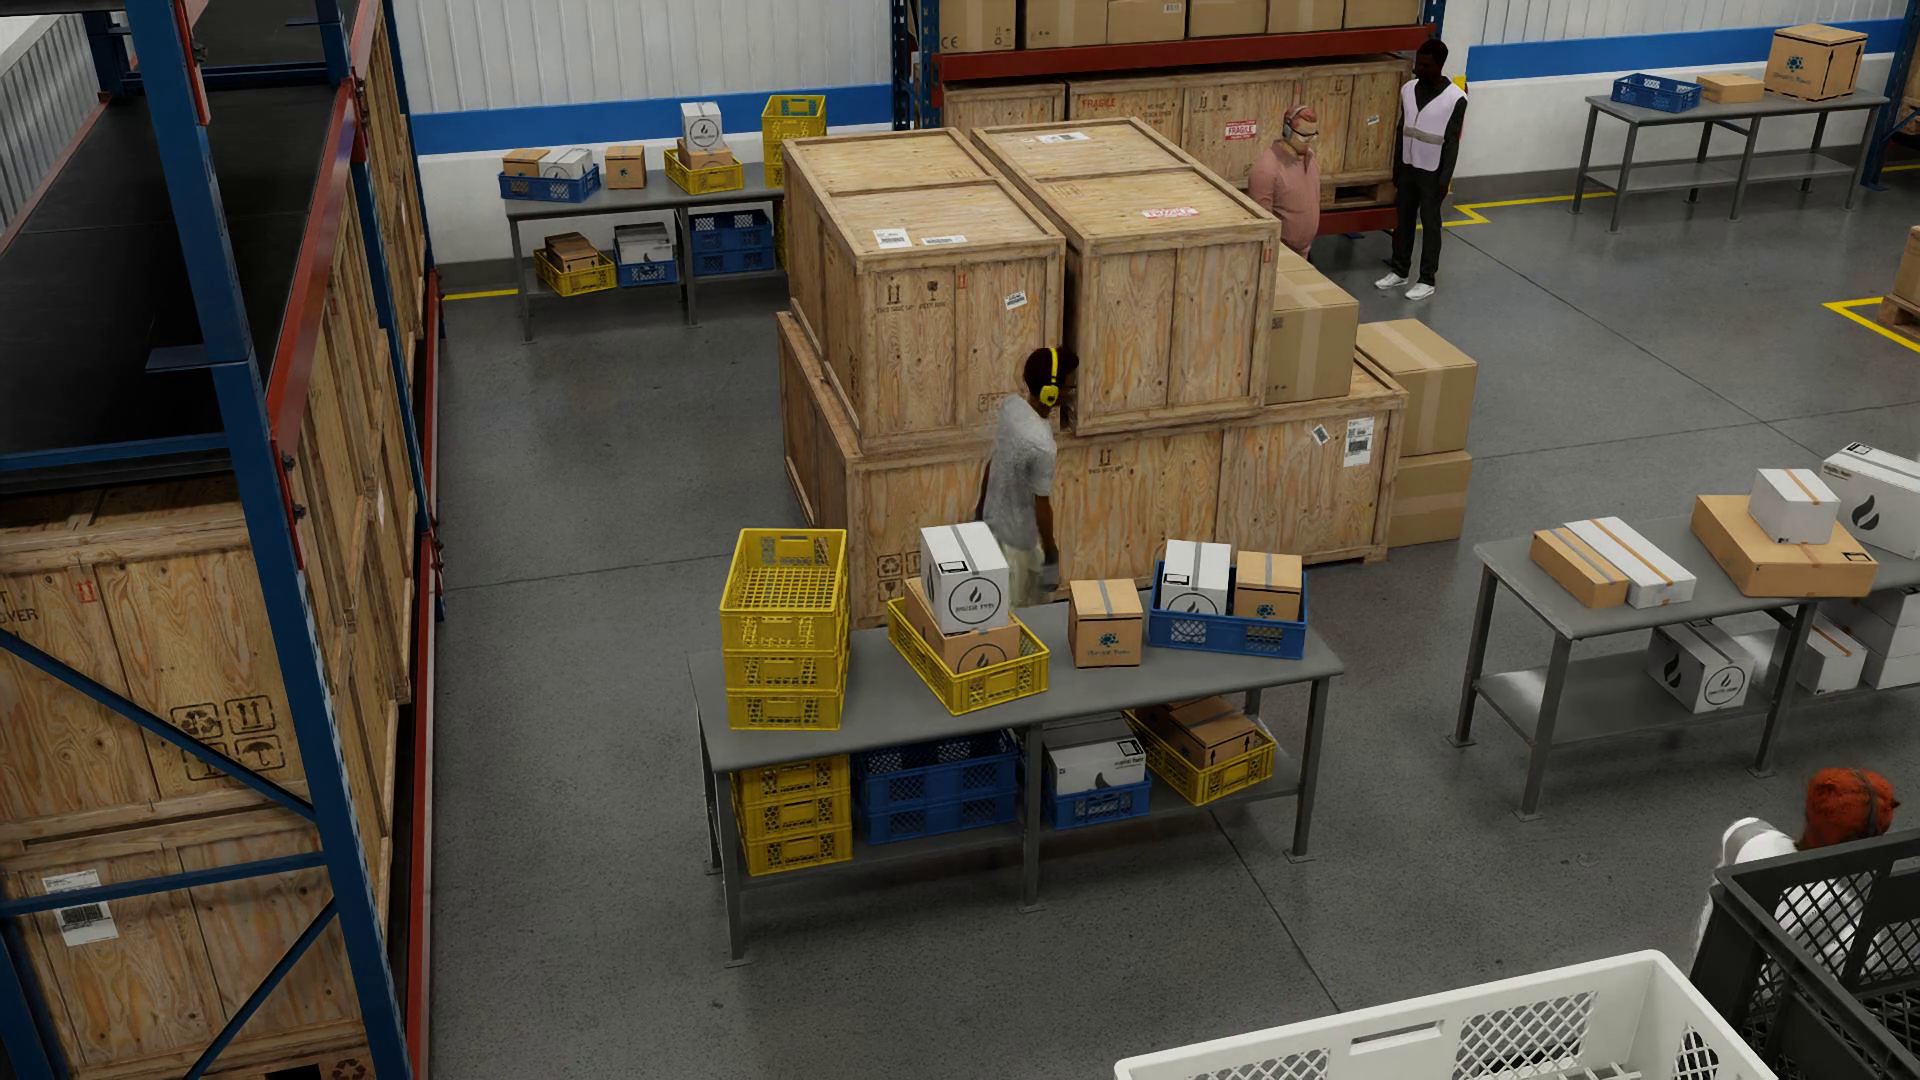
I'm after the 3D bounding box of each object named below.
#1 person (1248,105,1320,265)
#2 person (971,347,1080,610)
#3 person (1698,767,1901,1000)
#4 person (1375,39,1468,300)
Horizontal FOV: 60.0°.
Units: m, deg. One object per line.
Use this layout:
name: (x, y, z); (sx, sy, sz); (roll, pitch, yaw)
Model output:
person: (2.109, -1.868, 10.804); (0.406, 1.902, 0.639); (23, 36, 36)
person: (0.331, -0.040, 7.554); (0.766, 1.828, 0.548); (-8, 30, -14)
person: (2.320, 1.434, 4.850); (0.369, 1.872, 0.594); (-4, 29, -8)
person: (3.466, -2.773, 12.440); (0.395, 1.911, 0.582); (-18, 34, -29)
